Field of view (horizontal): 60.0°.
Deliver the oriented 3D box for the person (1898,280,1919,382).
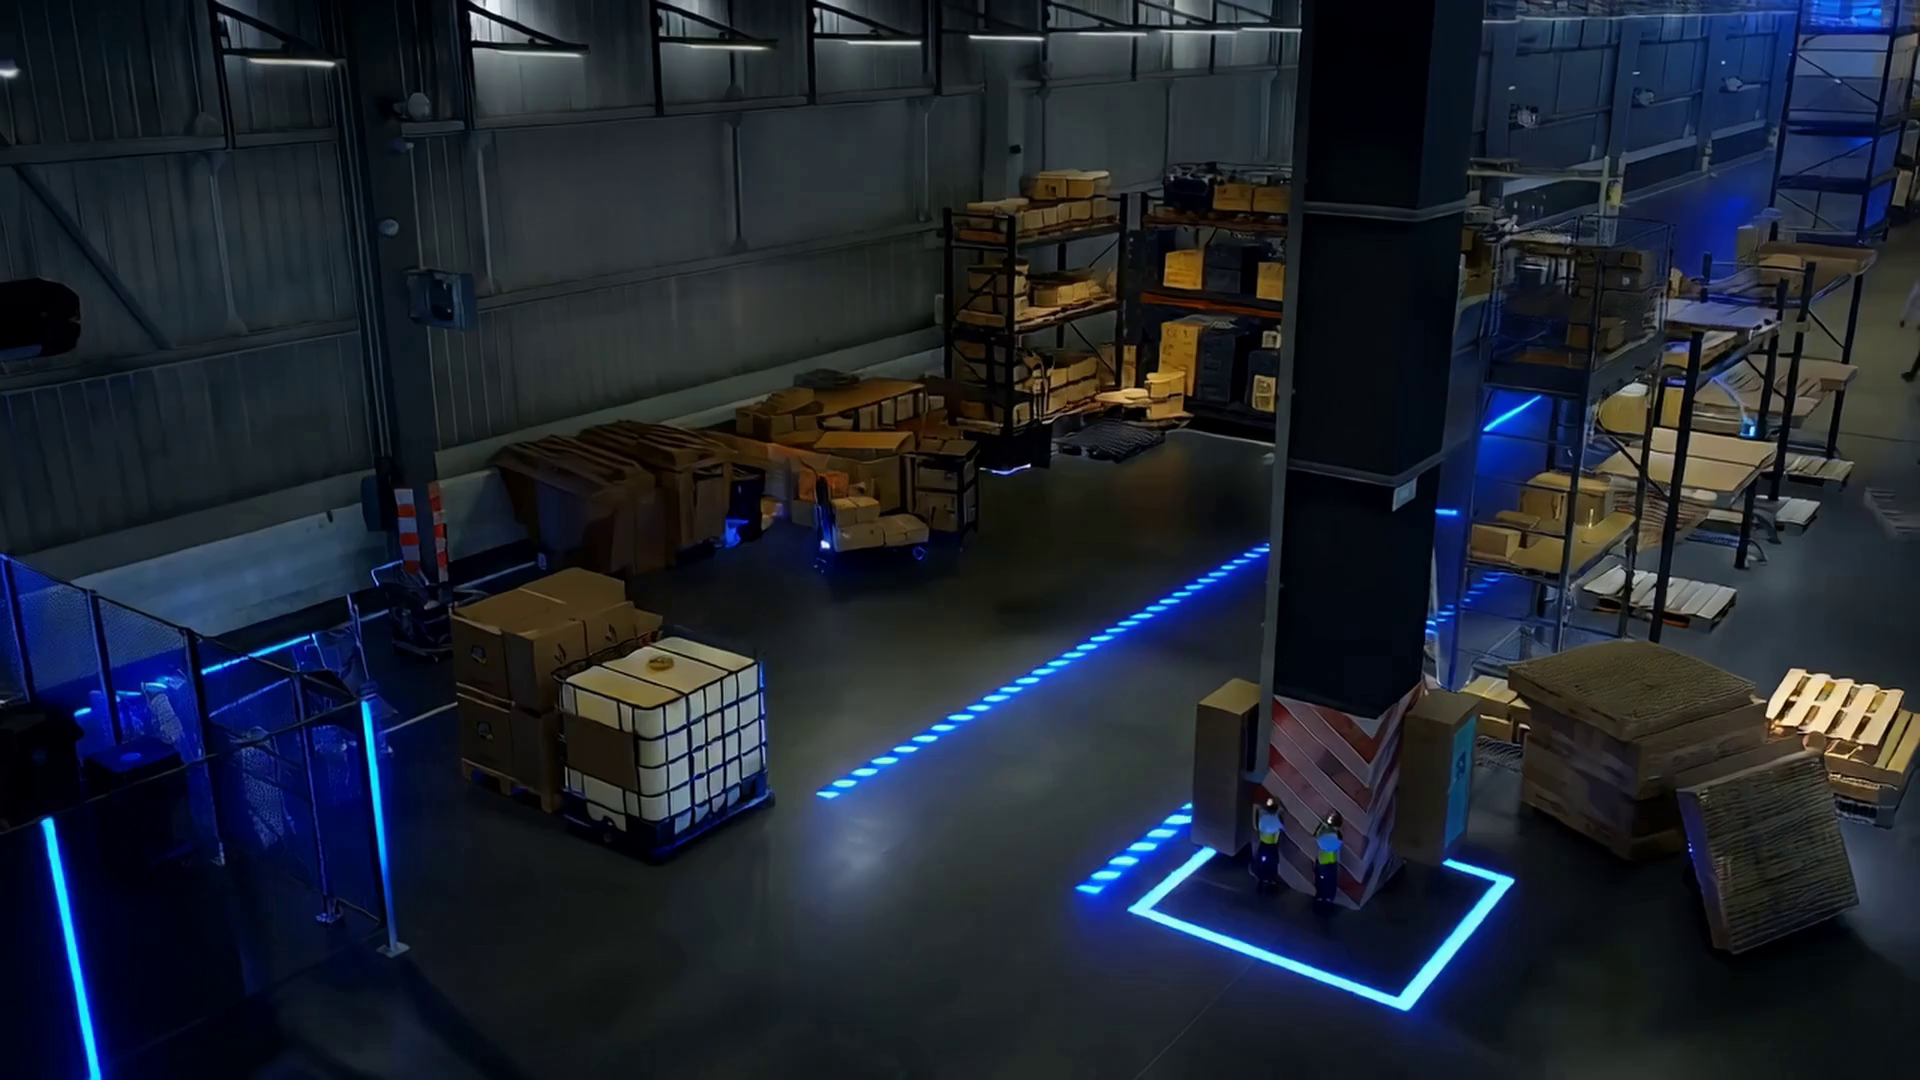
[{"bbox_3d":[14.765,-3.361,25.477,1.011,1.876,0.573,-11,21,-30],"label":"person"}]
